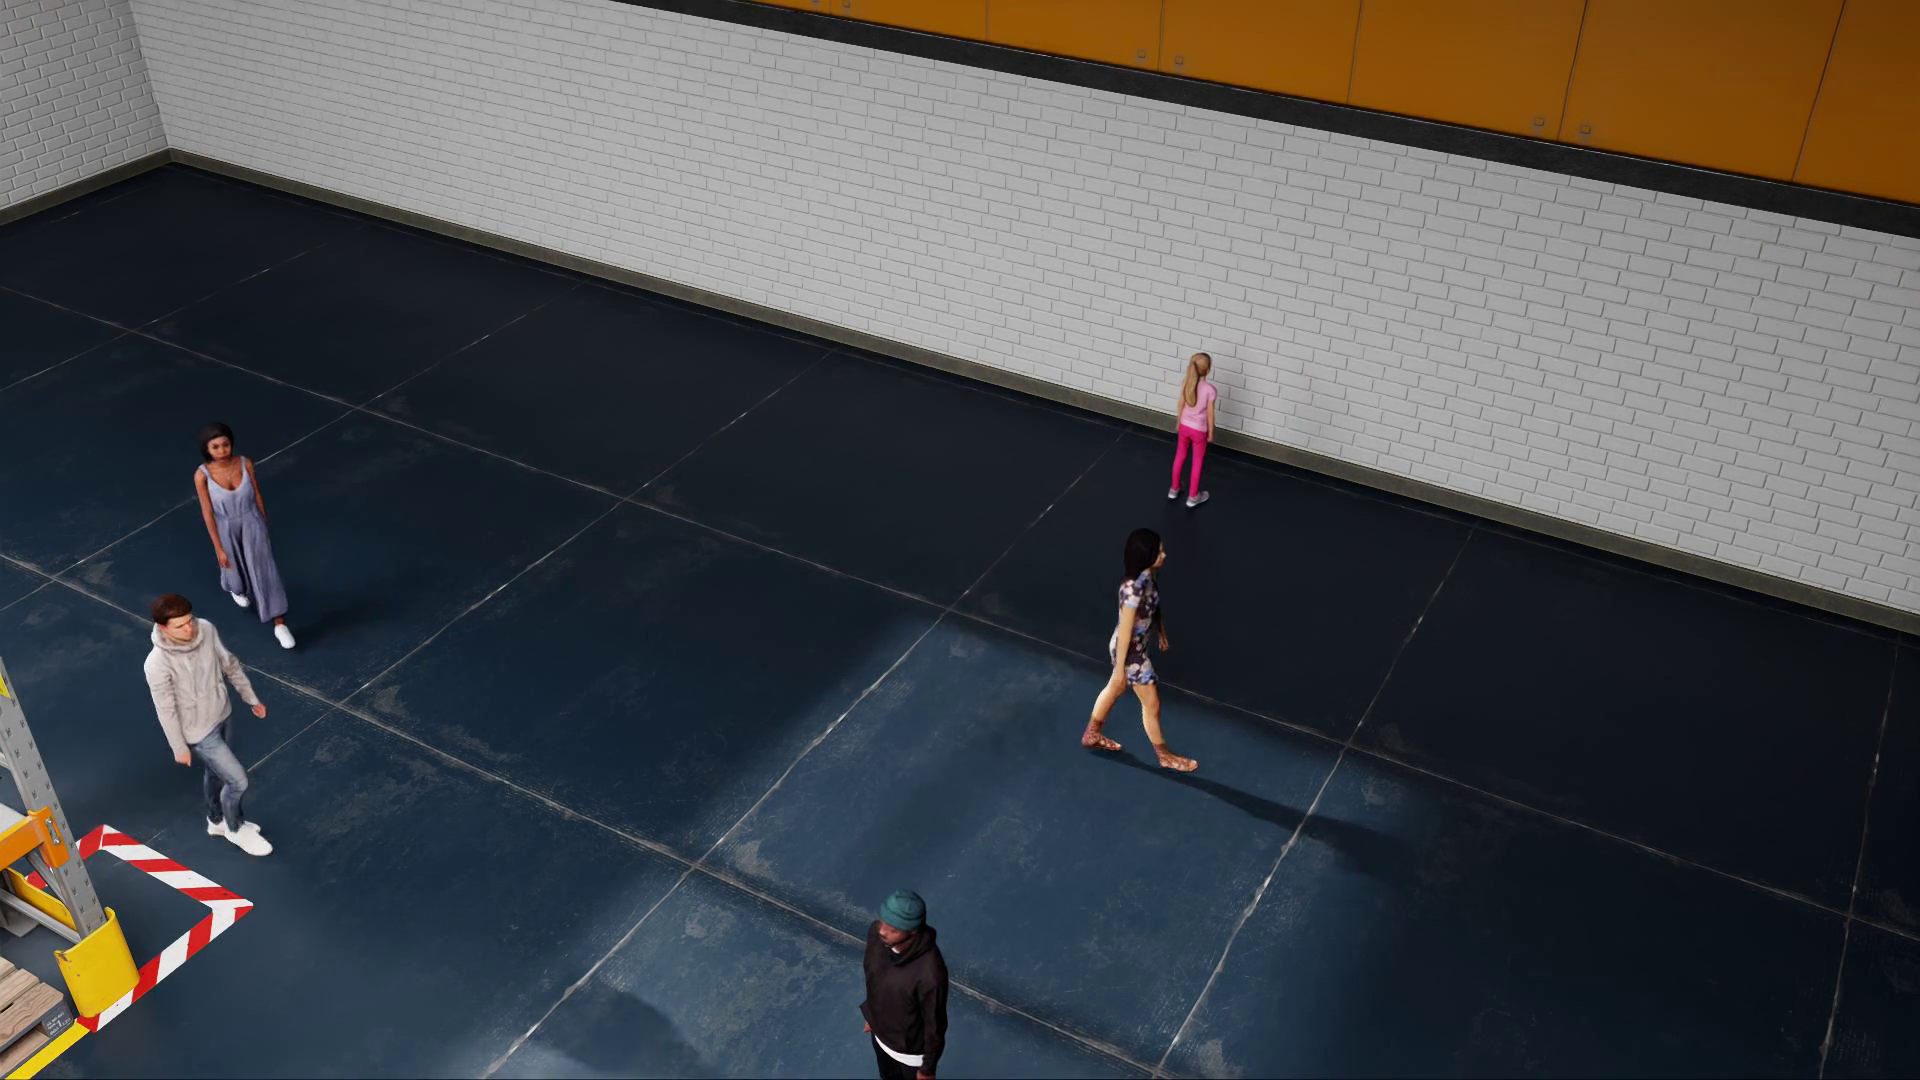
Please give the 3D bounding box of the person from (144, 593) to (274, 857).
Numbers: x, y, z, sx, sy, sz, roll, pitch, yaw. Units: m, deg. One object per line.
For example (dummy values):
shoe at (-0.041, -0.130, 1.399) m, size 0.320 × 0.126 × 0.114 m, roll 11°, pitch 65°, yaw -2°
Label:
person at (-4.443, 1.037, 9.599) m, size 0.872 × 1.831 × 0.794 m, roll 4°, pitch 34°, yaw 6°

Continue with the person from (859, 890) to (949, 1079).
person at (-0.248, 2.280, 7.741) m, size 0.707 × 1.816 × 0.743 m, roll -25°, pitch 41°, yaw -33°

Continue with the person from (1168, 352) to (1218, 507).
person at (1.824, -0.879, 12.990) m, size 0.514 × 1.266 × 0.505 m, roll 25°, pitch 41°, yaw 33°

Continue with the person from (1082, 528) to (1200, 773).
person at (0.983, 0.673, 10.267) m, size 0.826 × 1.697 × 0.998 m, roll 10°, pitch 35°, yaw 14°

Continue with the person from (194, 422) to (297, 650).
person at (-4.970, -0.071, 11.410) m, size 1.061 × 1.669 × 0.921 m, roll -21°, pitch 39°, yaw -28°
